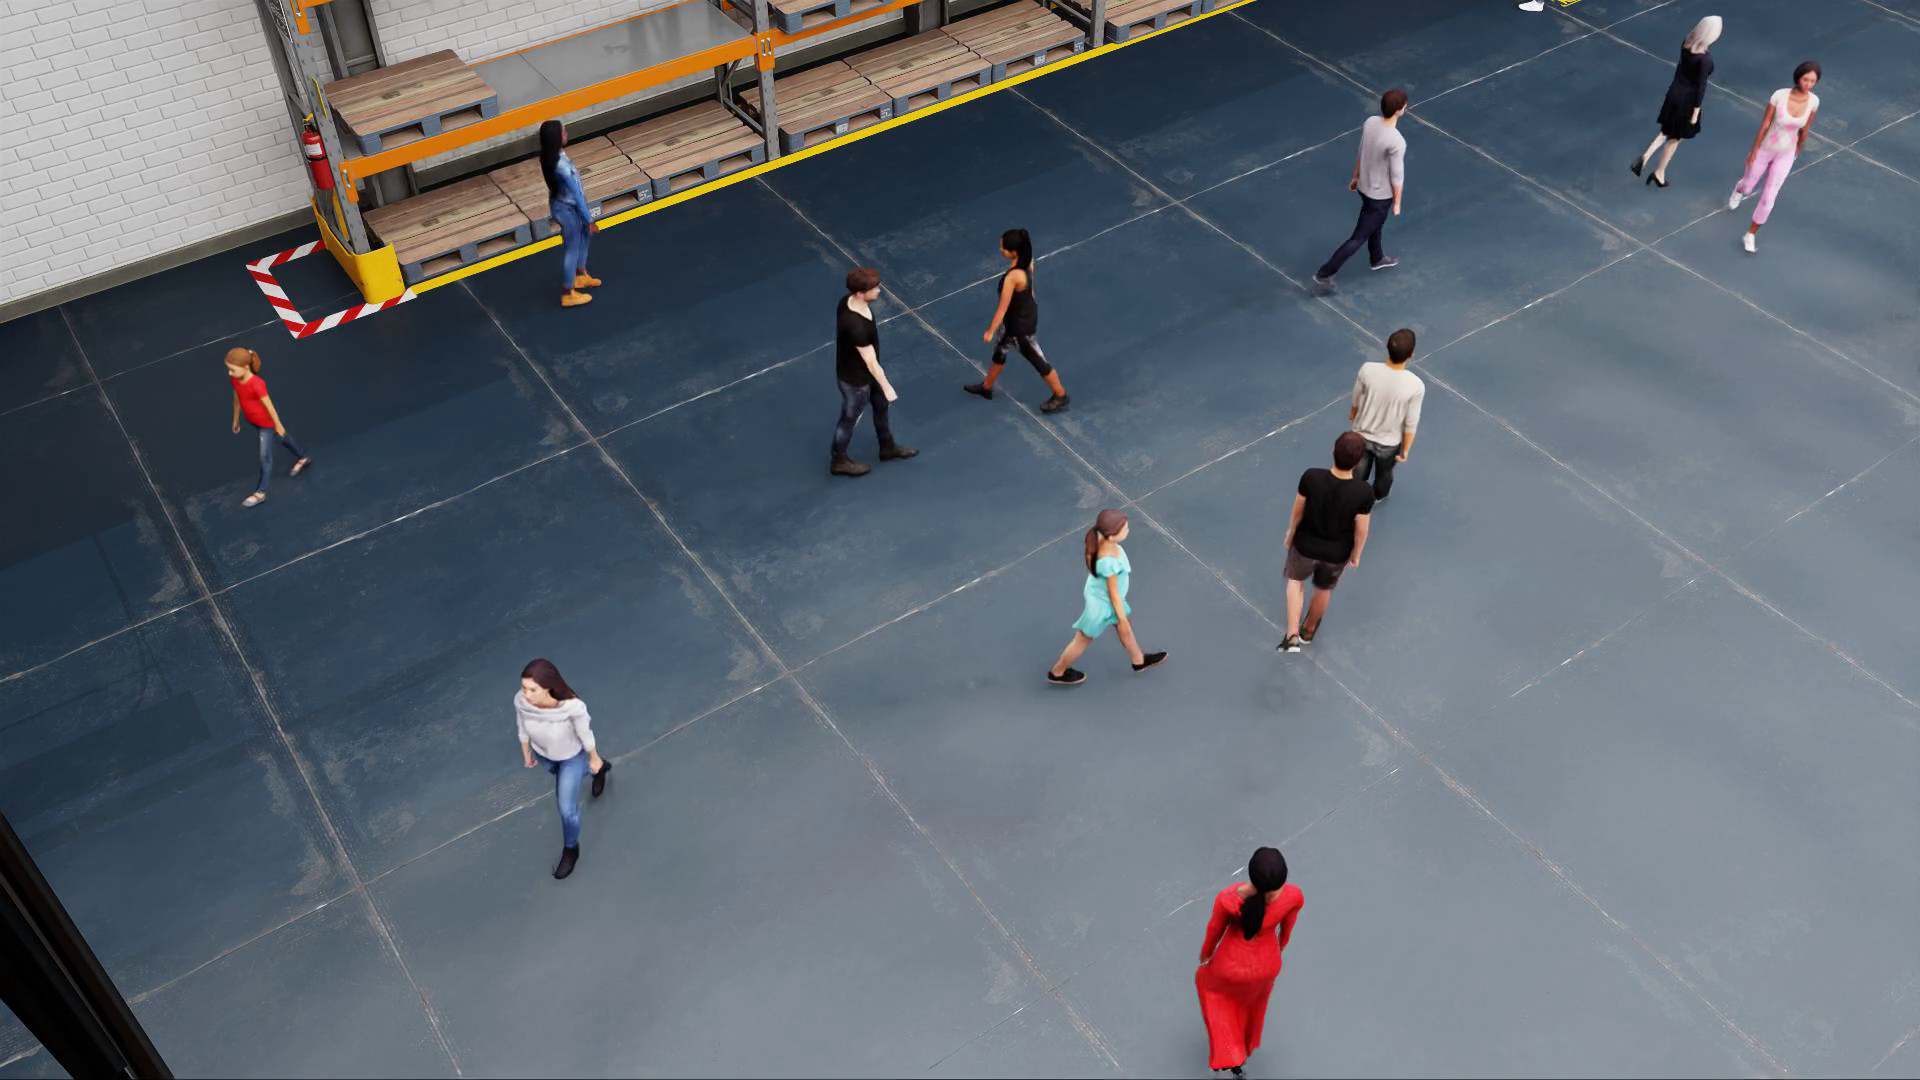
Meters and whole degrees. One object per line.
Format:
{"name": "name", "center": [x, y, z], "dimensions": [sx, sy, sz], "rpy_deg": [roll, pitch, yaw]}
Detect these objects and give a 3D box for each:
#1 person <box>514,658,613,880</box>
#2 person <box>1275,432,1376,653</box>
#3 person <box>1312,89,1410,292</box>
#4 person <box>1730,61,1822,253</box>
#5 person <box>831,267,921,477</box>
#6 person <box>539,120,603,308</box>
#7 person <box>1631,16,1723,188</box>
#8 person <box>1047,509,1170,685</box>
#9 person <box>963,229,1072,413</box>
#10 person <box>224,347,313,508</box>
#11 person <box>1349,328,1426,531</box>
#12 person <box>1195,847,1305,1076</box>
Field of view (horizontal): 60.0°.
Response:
{"name": "person", "center": [-2.314, 1.207, 9.815], "dimensions": [1.003, 1.600, 1.142], "rpy_deg": [14, 45, 14]}
{"name": "person", "center": [2.334, 0.088, 10.813], "dimensions": [0.956, 1.843, 1.039], "rpy_deg": [12, 45, 12]}
{"name": "person", "center": [3.404, -2.907, 13.985], "dimensions": [1.252, 1.804, 0.890], "rpy_deg": [-14, 45, -14]}
{"name": "person", "center": [7.115, -3.418, 14.581], "dimensions": [0.937, 1.722, 1.038], "rpy_deg": [10, 44, 10]}
{"name": "person", "center": [-0.837, -1.184, 12.130], "dimensions": [1.049, 1.868, 0.938], "rpy_deg": [-1, 44, -1]}
{"name": "person", "center": [-3.350, -2.677, 13.822], "dimensions": [0.699, 1.696, 0.660], "rpy_deg": [-18, 46, -18]}
{"name": "person", "center": [6.499, -3.957, 15.137], "dimensions": [0.882, 1.736, 0.809], "rpy_deg": [-6, 44, -6]}
{"name": "person", "center": [0.849, 0.412, 10.711], "dimensions": [1.126, 1.515, 0.901], "rpy_deg": [-4, 44, -4]}
{"name": "person", "center": [0.548, -1.659, 12.801], "dimensions": [1.122, 1.631, 1.083], "rpy_deg": [8, 44, 8]}
{"name": "person", "center": [-5.095, -0.918, 12.277], "dimensions": [0.673, 1.280, 0.955], "rpy_deg": [26, 49, 25]}
{"name": "person", "center": [2.886, -0.657, 11.646], "dimensions": [1.030, 1.772, 1.221], "rpy_deg": [16, 46, 16]}
{"name": "person", "center": [1.485, 2.234, 8.608], "dimensions": [0.810, 1.777, 0.860], "rpy_deg": [-5, 44, -5]}
